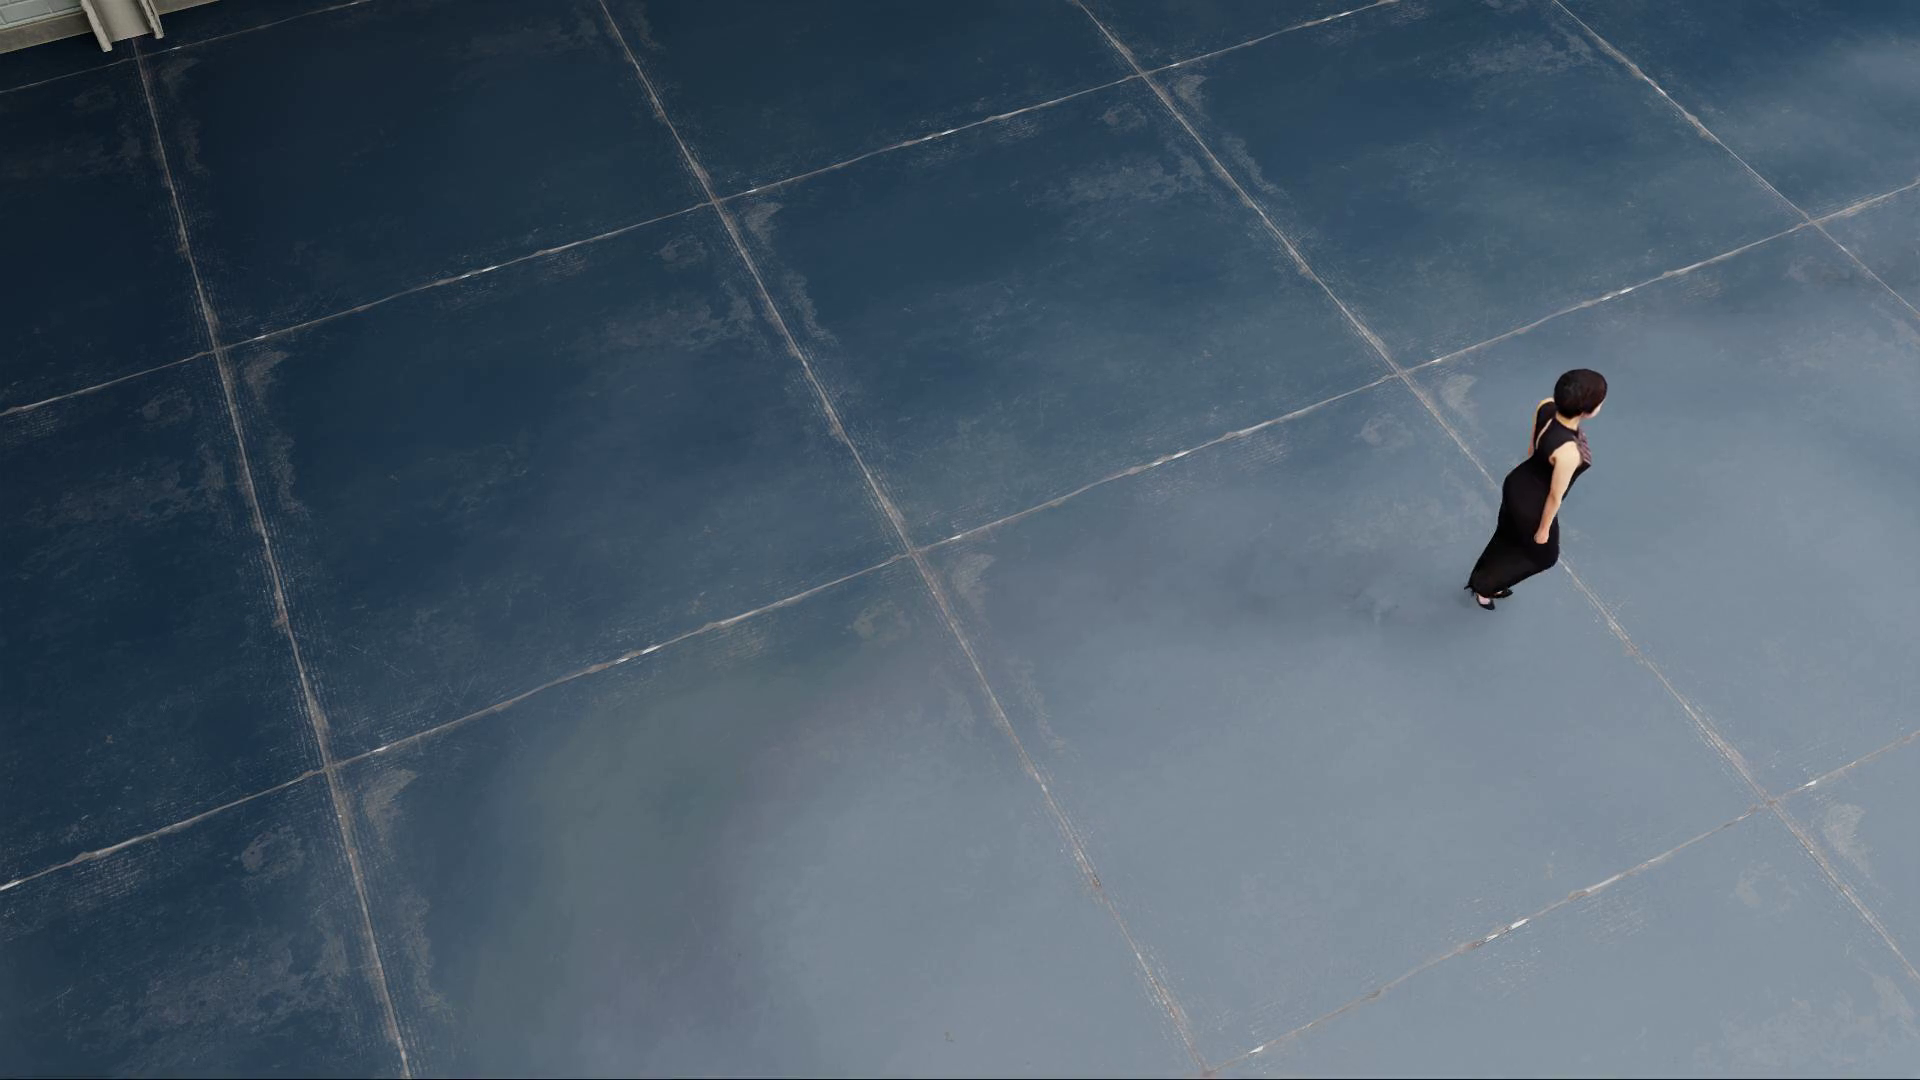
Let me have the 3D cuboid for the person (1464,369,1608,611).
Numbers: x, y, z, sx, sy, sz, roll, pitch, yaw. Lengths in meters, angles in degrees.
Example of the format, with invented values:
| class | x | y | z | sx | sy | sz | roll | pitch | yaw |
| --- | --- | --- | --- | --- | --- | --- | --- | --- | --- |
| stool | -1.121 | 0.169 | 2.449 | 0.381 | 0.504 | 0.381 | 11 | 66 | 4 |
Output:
| class | x | y | z | sx | sy | sz | roll | pitch | yaw |
| --- | --- | --- | --- | --- | --- | --- | --- | --- | --- |
| person | 2.595 | -0.186 | 7.756 | 0.691 | 1.590 | 0.685 | -2 | 52 | -2 |
